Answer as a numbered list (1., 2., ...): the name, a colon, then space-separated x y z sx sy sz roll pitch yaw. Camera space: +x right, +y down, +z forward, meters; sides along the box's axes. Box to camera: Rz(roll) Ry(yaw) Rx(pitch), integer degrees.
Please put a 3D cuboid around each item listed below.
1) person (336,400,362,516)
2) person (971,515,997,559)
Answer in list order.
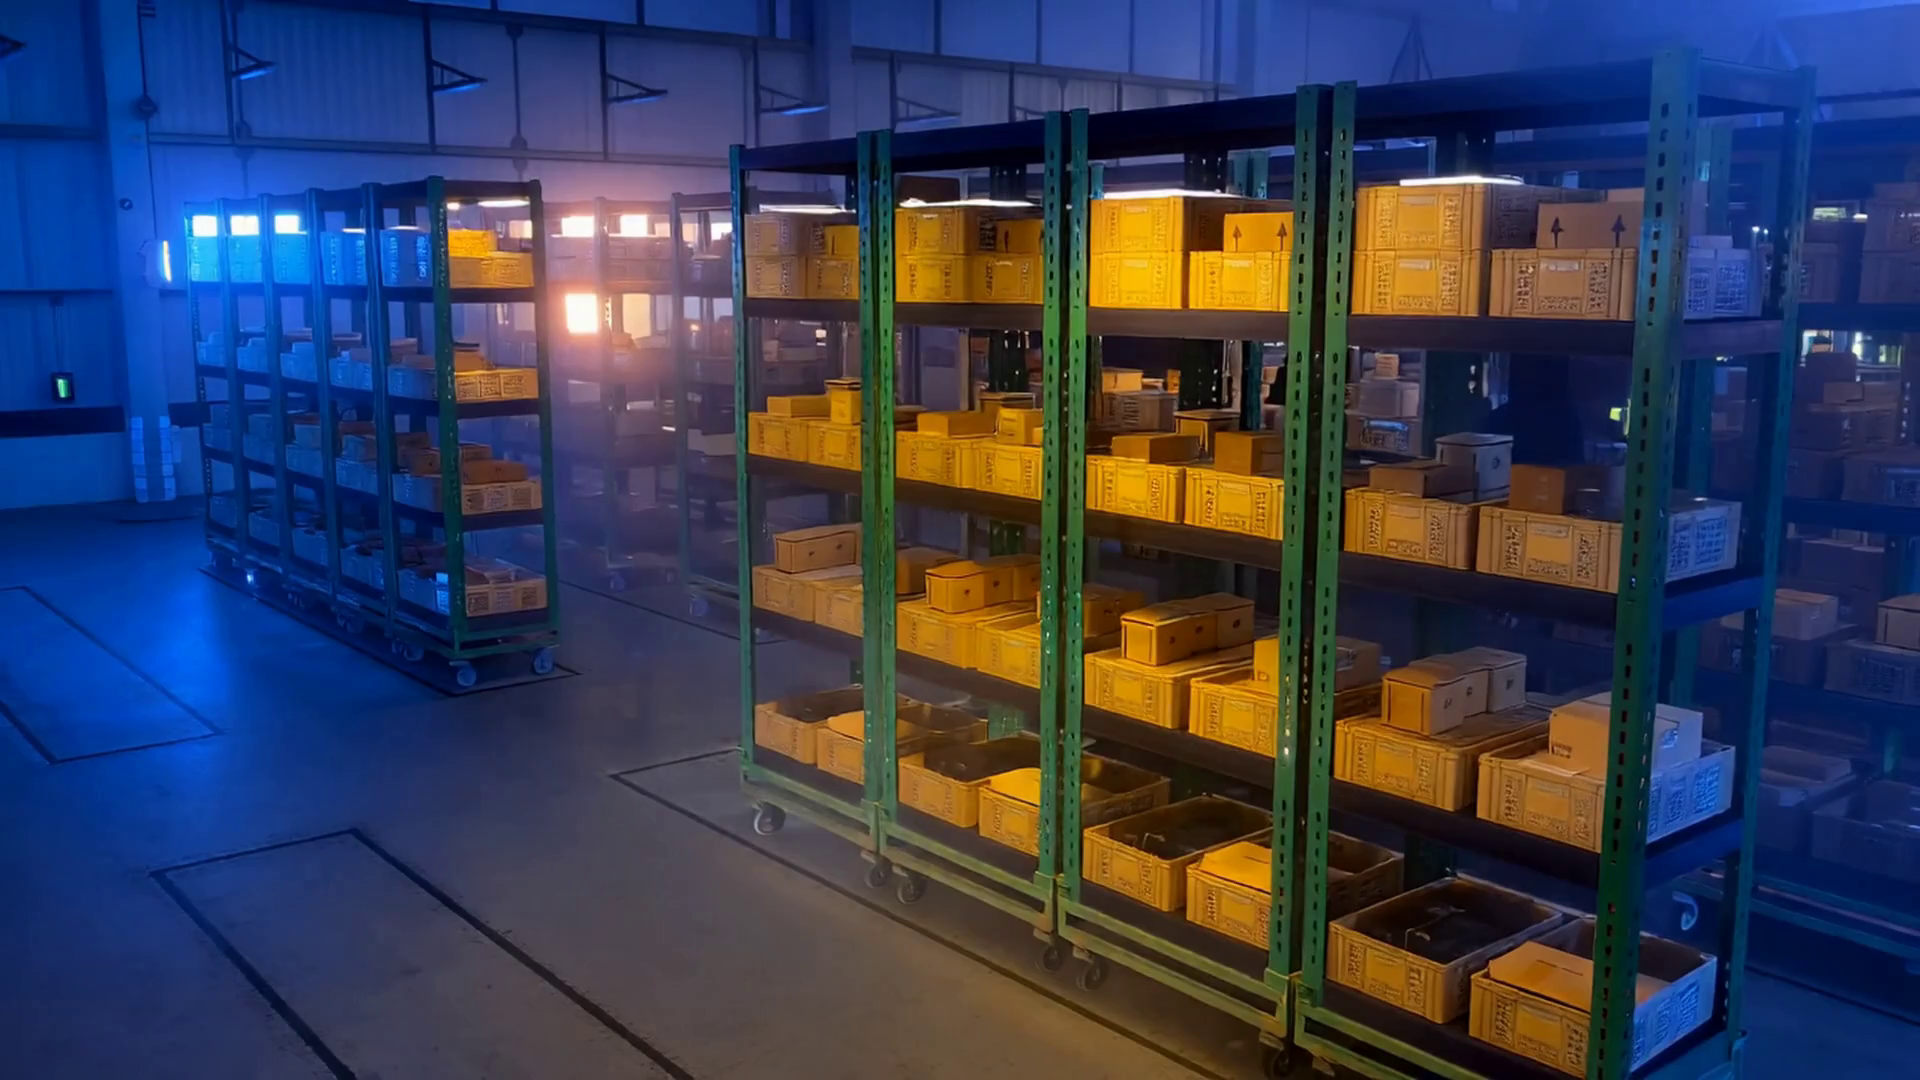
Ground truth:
1. person: -6.138 -0.677 16.818 0.389 1.837 0.560 -3 10 -16
2. person: 0.288 -0.043 12.992 0.600 1.830 0.403 -3 10 -19
